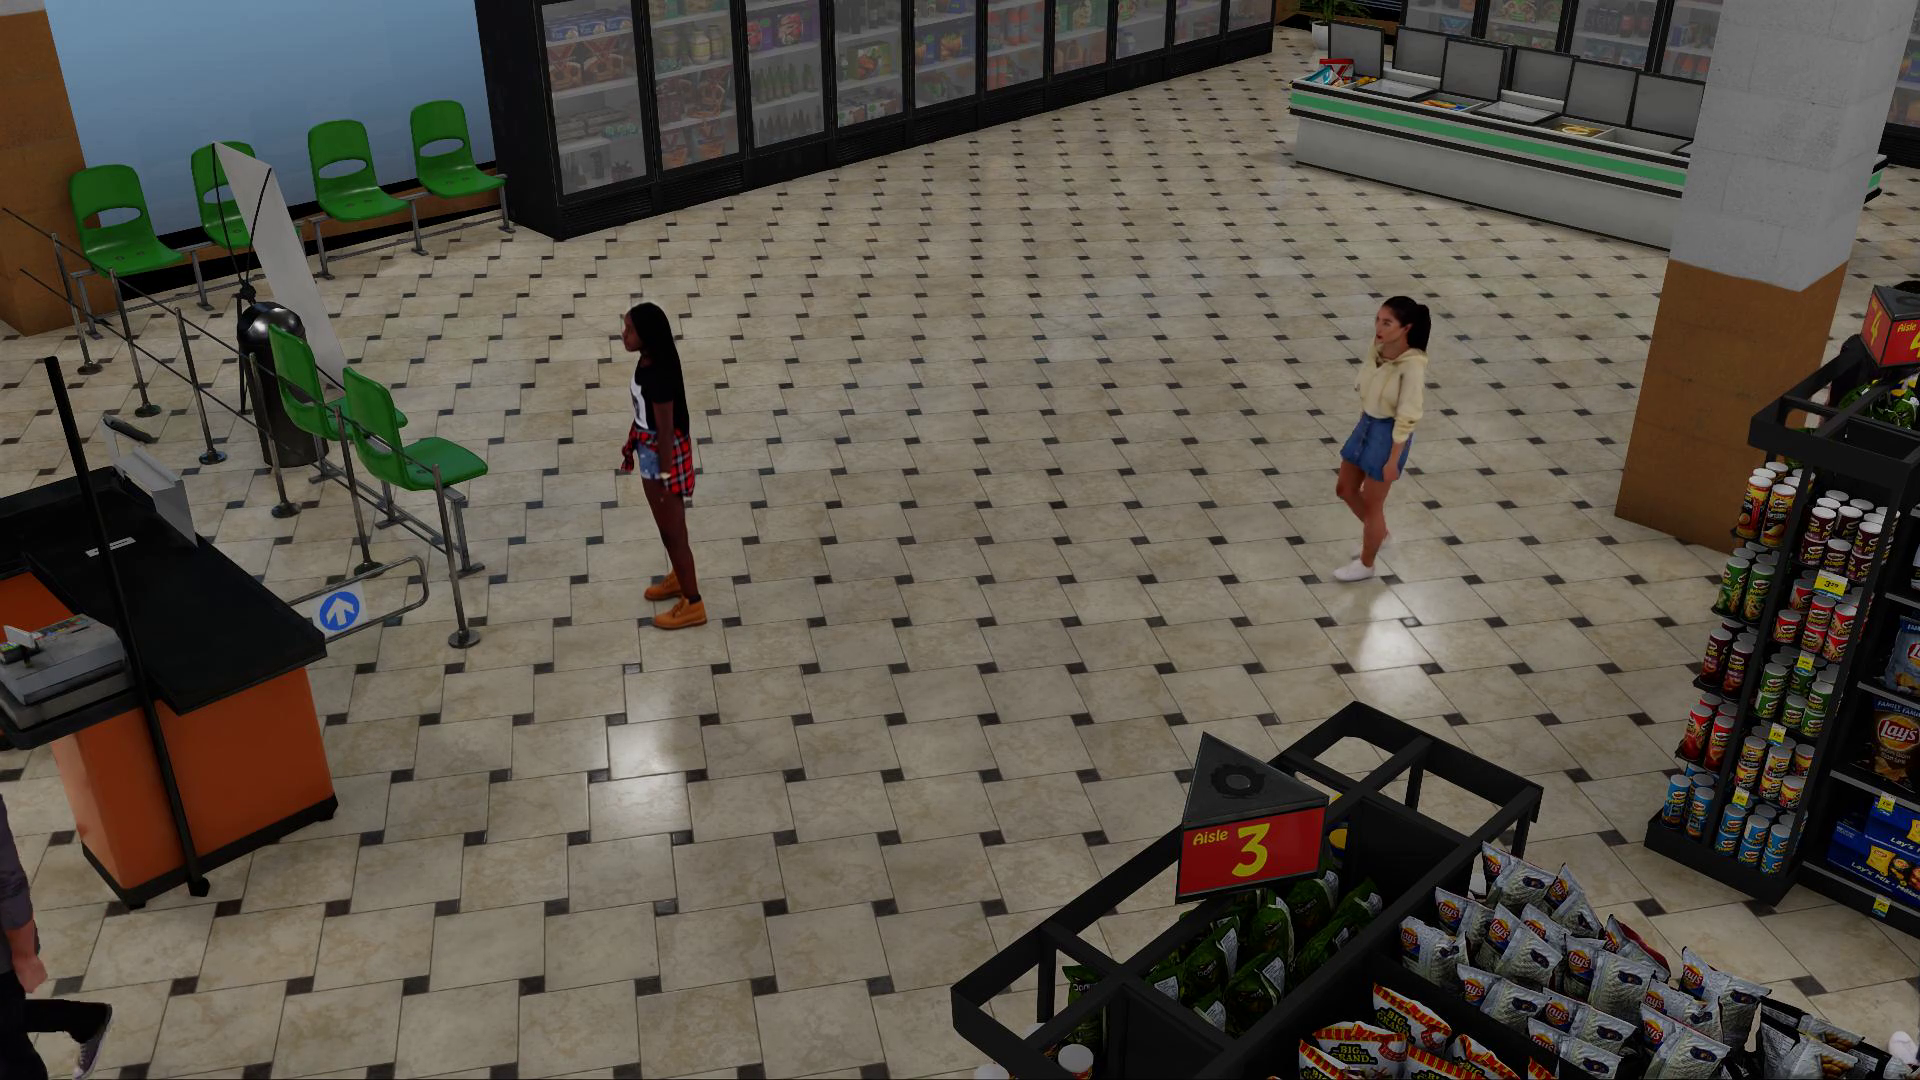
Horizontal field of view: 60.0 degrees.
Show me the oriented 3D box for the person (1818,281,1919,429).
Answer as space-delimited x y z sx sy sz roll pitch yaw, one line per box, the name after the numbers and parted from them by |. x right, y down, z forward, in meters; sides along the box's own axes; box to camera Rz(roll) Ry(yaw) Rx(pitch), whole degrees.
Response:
4.374 -0.372 8.224 1.028 1.820 1.163 -9 30 -17 | person

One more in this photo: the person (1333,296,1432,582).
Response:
2.269 -0.524 8.708 0.834 1.623 0.732 -9 30 -15 | person

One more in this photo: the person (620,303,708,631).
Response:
-1.475 -0.376 8.334 0.773 1.721 0.680 -8 30 -14 | person
